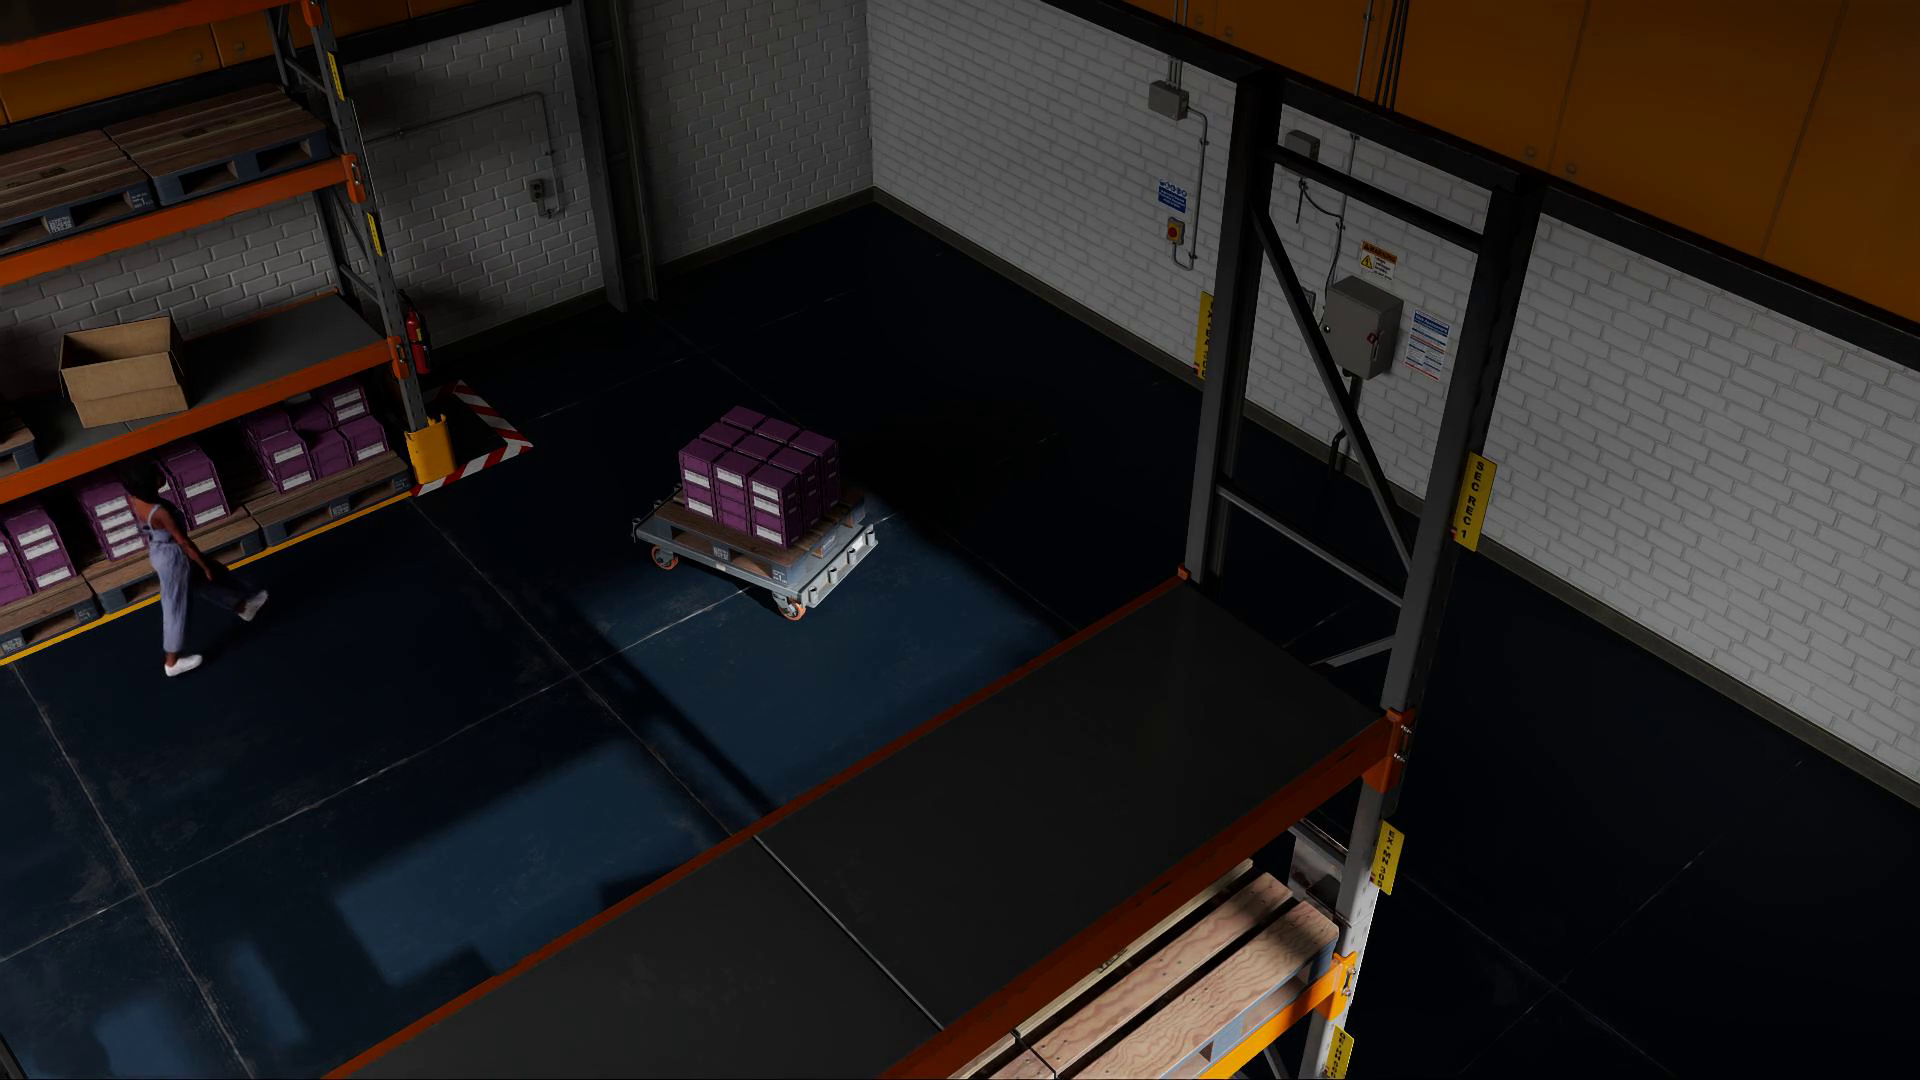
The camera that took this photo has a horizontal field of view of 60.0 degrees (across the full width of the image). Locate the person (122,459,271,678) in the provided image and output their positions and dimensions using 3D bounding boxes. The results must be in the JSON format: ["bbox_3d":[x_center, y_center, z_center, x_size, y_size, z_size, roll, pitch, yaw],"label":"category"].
[{"bbox_3d":[-5.383,0.214,11.235,0.636,1.652,1.103,32,48,33],"label":"person"}]
